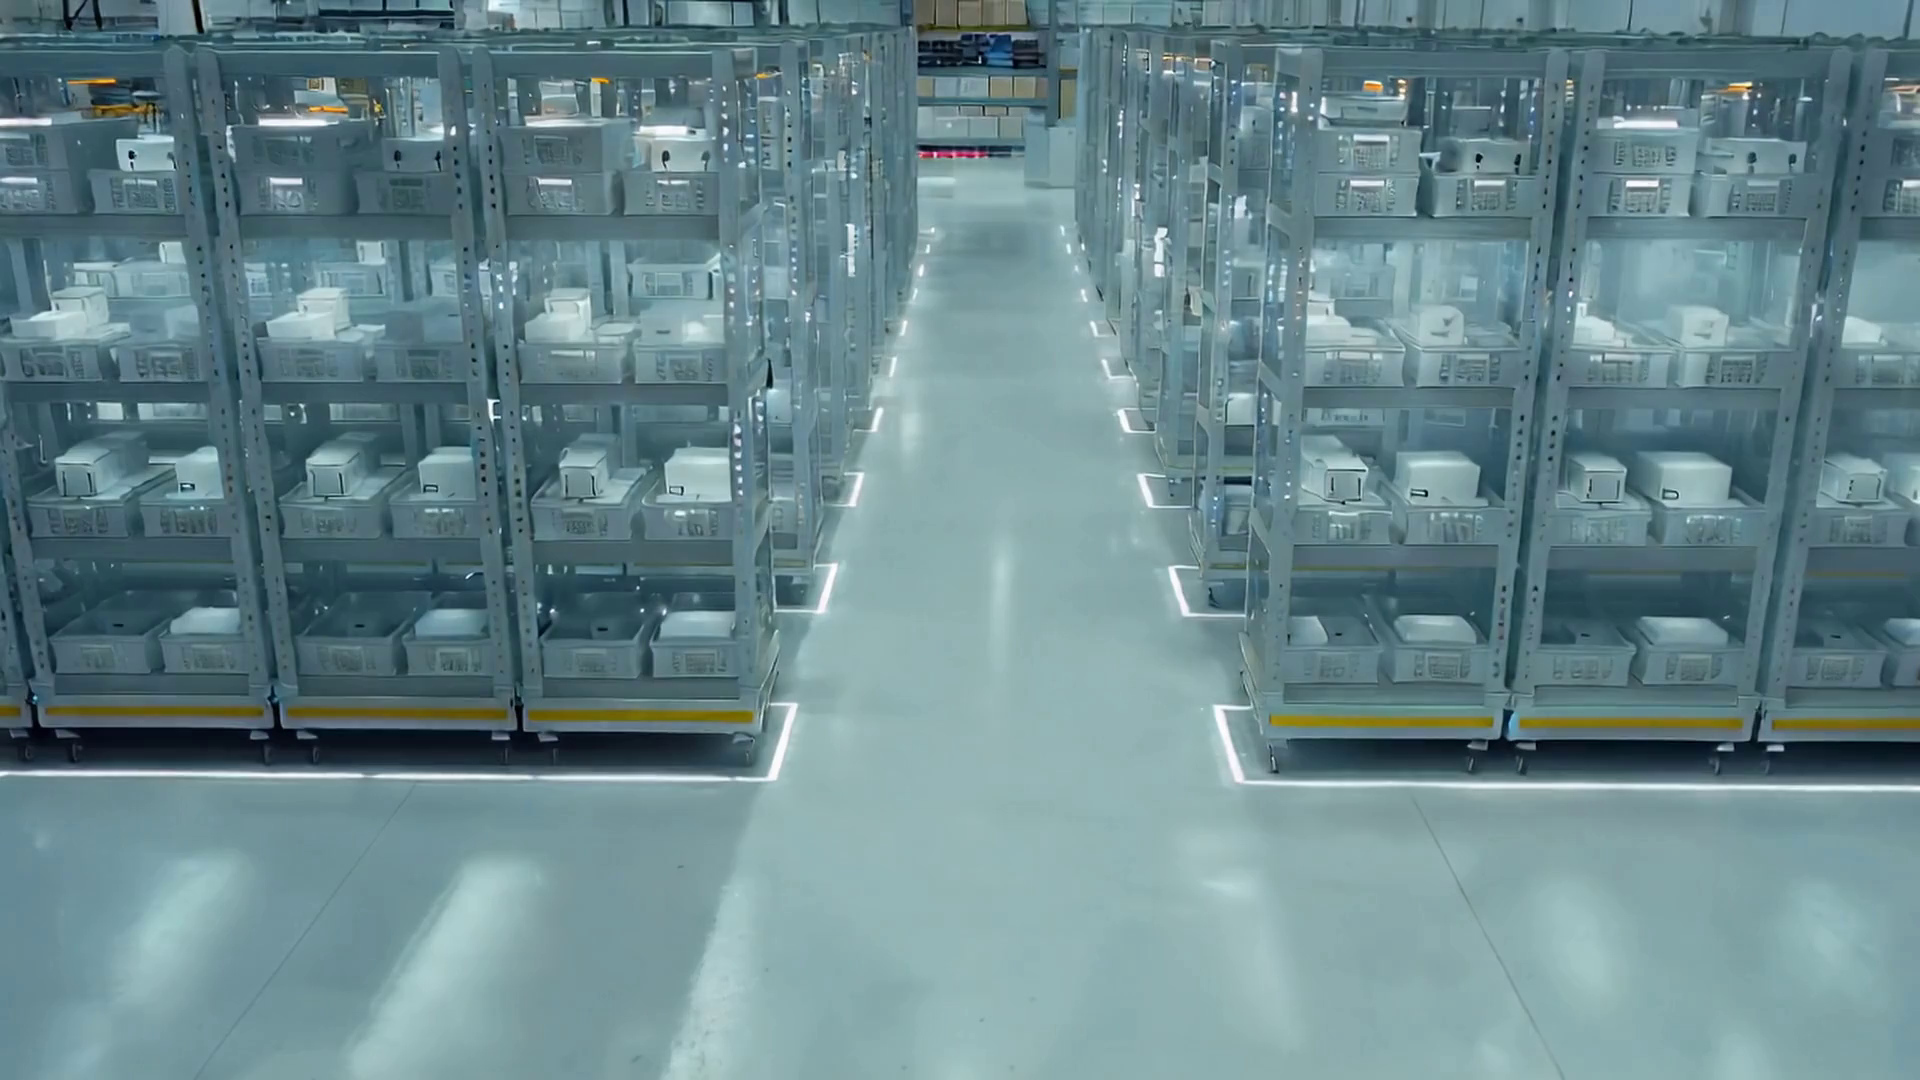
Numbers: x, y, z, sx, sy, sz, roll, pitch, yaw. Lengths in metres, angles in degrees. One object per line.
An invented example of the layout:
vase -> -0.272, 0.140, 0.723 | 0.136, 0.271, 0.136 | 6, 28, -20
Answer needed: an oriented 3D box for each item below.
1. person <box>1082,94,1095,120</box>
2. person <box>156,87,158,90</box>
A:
person -> 3.327, -10.495, 42.566 | 0.611, 1.985, 0.415 | -1, 17, -4
person -> -26.844, -14.657, 56.109 | 0.644, 1.800, 0.915 | 1, 17, 4
